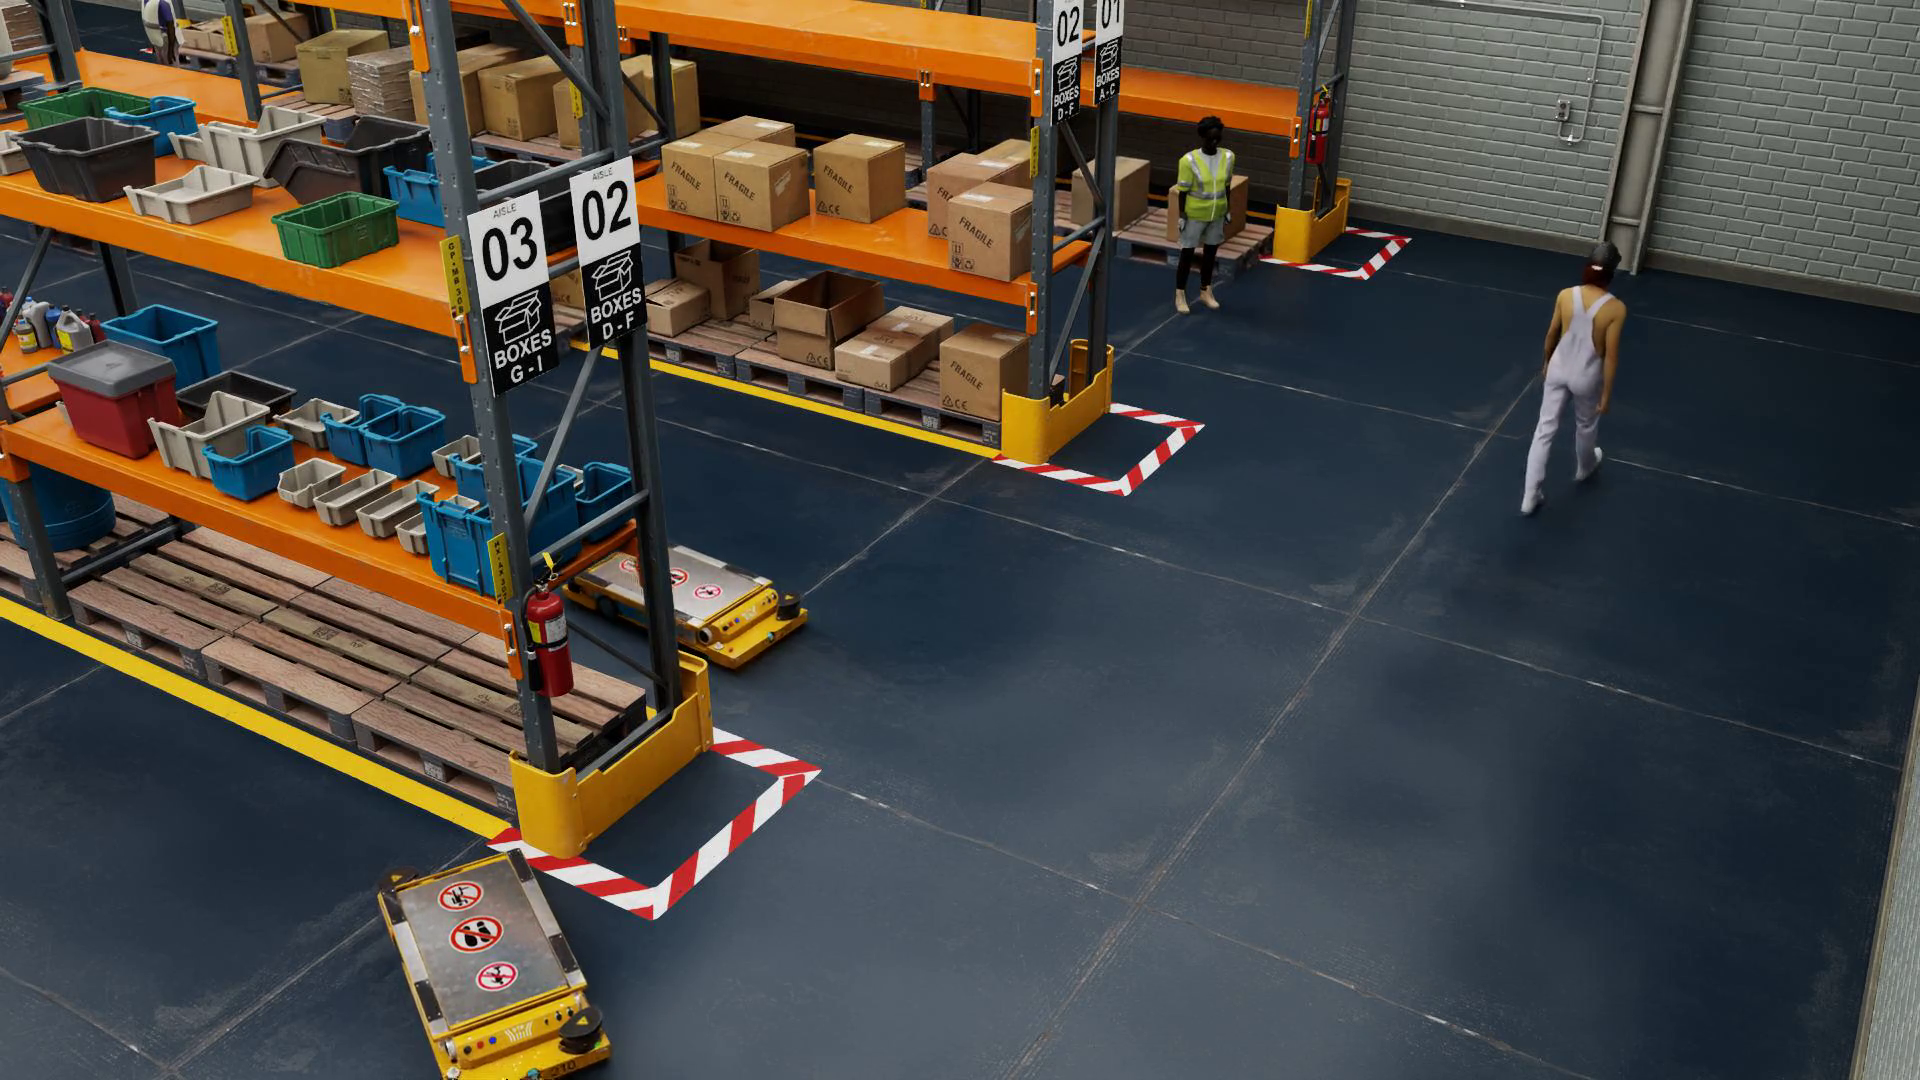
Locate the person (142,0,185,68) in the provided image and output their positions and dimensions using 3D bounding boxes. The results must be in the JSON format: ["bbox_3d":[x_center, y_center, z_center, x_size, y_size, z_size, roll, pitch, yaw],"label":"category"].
[{"bbox_3d":[-9.214,-5.727,19.298,0.390,1.837,0.562,-24,37,-36],"label":"person"}]

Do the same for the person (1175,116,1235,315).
[{"bbox_3d":[2.072,-2.756,14.109,0.539,1.695,0.317,-11,31,-19],"label":"person"}]

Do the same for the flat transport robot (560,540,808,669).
[{"bbox_3d":[-1.674,0.342,10.019,1.431,0.231,0.659,19,34,30],"label":"flat transport robot"}]

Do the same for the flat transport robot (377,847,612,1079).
[{"bbox_3d":[-2.077,1.859,7.298,0.659,0.231,1.431,-15,32,-25],"label":"flat transport robot"}]

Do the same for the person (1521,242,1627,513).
[{"bbox_3d":[4.115,-1.109,11.044,0.535,1.803,1.014,20,35,31],"label":"person"}]
